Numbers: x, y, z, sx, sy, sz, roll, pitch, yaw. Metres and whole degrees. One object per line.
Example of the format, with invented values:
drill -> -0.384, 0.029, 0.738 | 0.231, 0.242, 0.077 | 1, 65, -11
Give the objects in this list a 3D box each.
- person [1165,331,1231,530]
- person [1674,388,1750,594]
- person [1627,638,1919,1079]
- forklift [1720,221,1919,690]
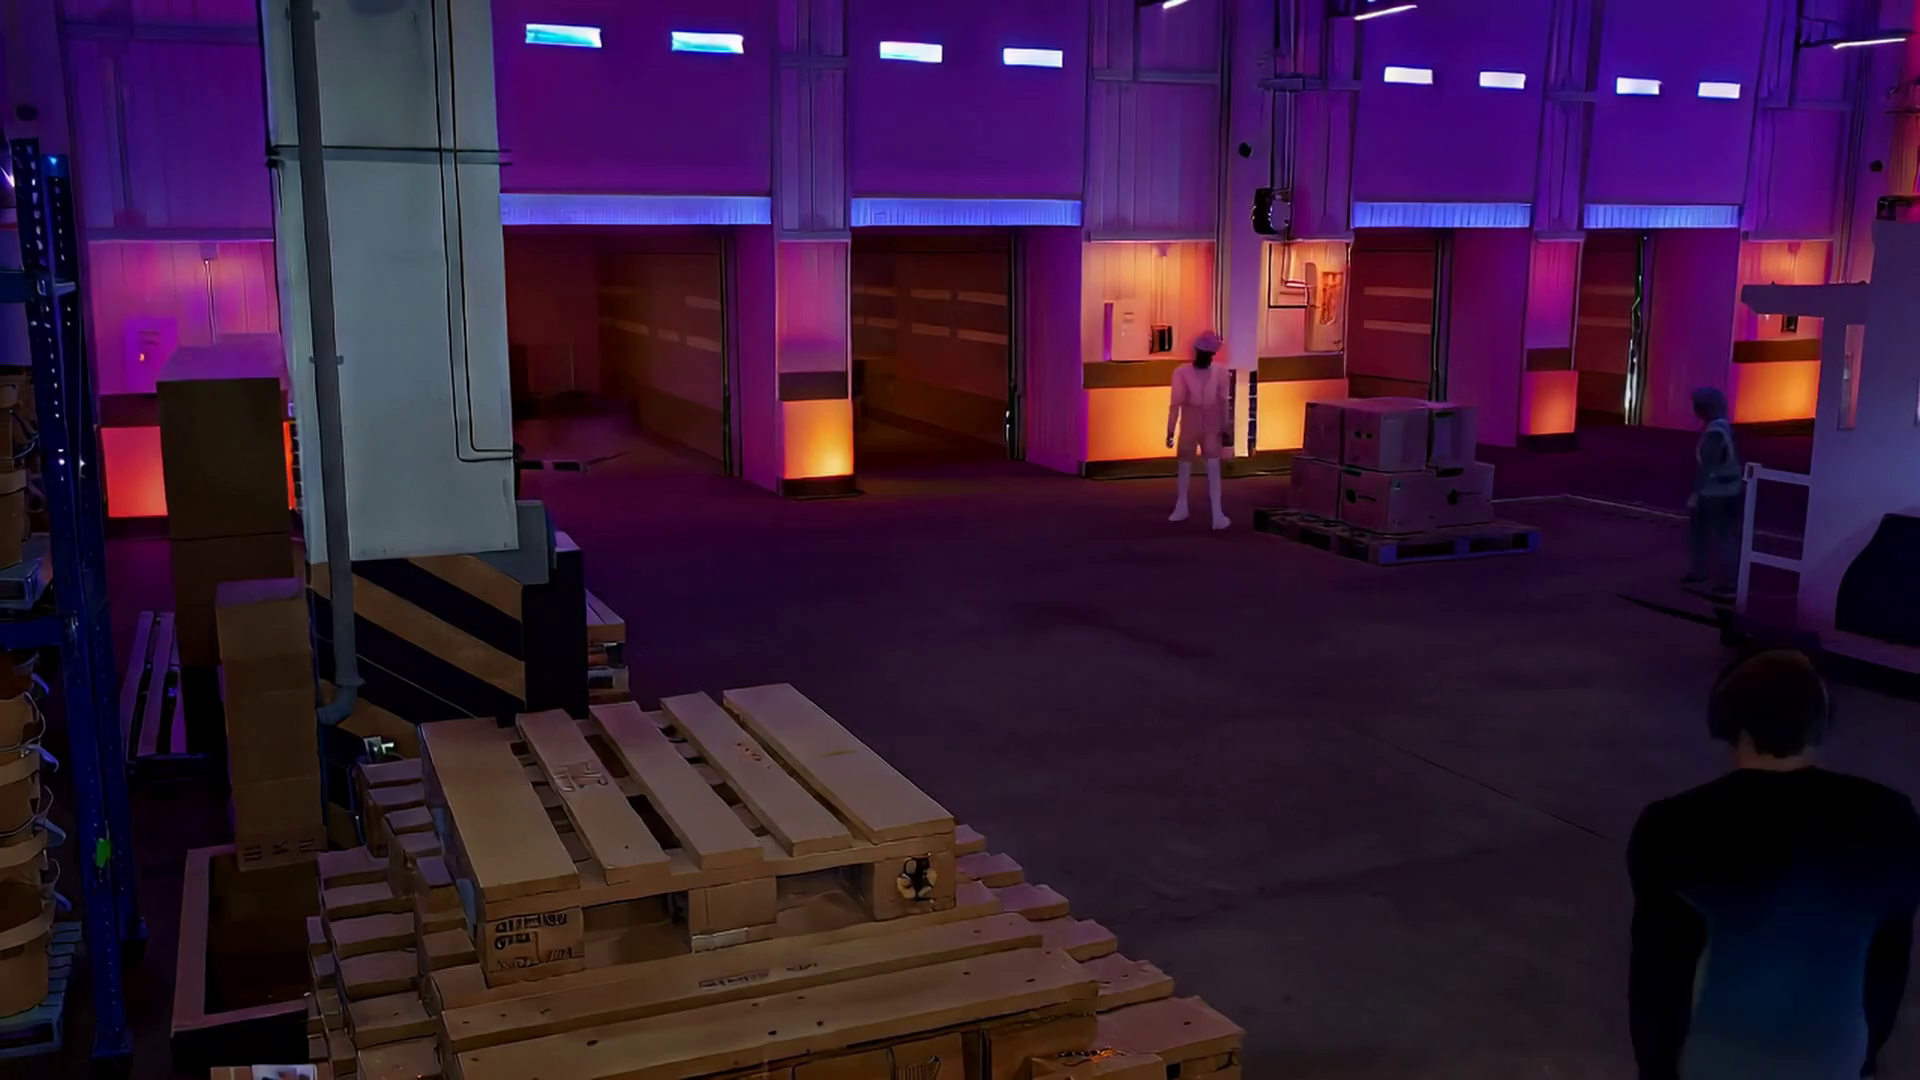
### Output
person -> 2.267, -1.047, 15.749 | 0.634, 1.855, 1.031 | 0, 10, 0
person -> 5.796, -0.364, 12.713 | 0.664, 1.596, 0.511 | 3, 11, 14
person -> 1.723, 1.156, 3.544 | 0.630, 1.904, 0.974 | 1, 10, 5
forklift -> 5.949, -0.550, 10.218 | 1.129, 2.768, 1.873 | -4, 11, -23
